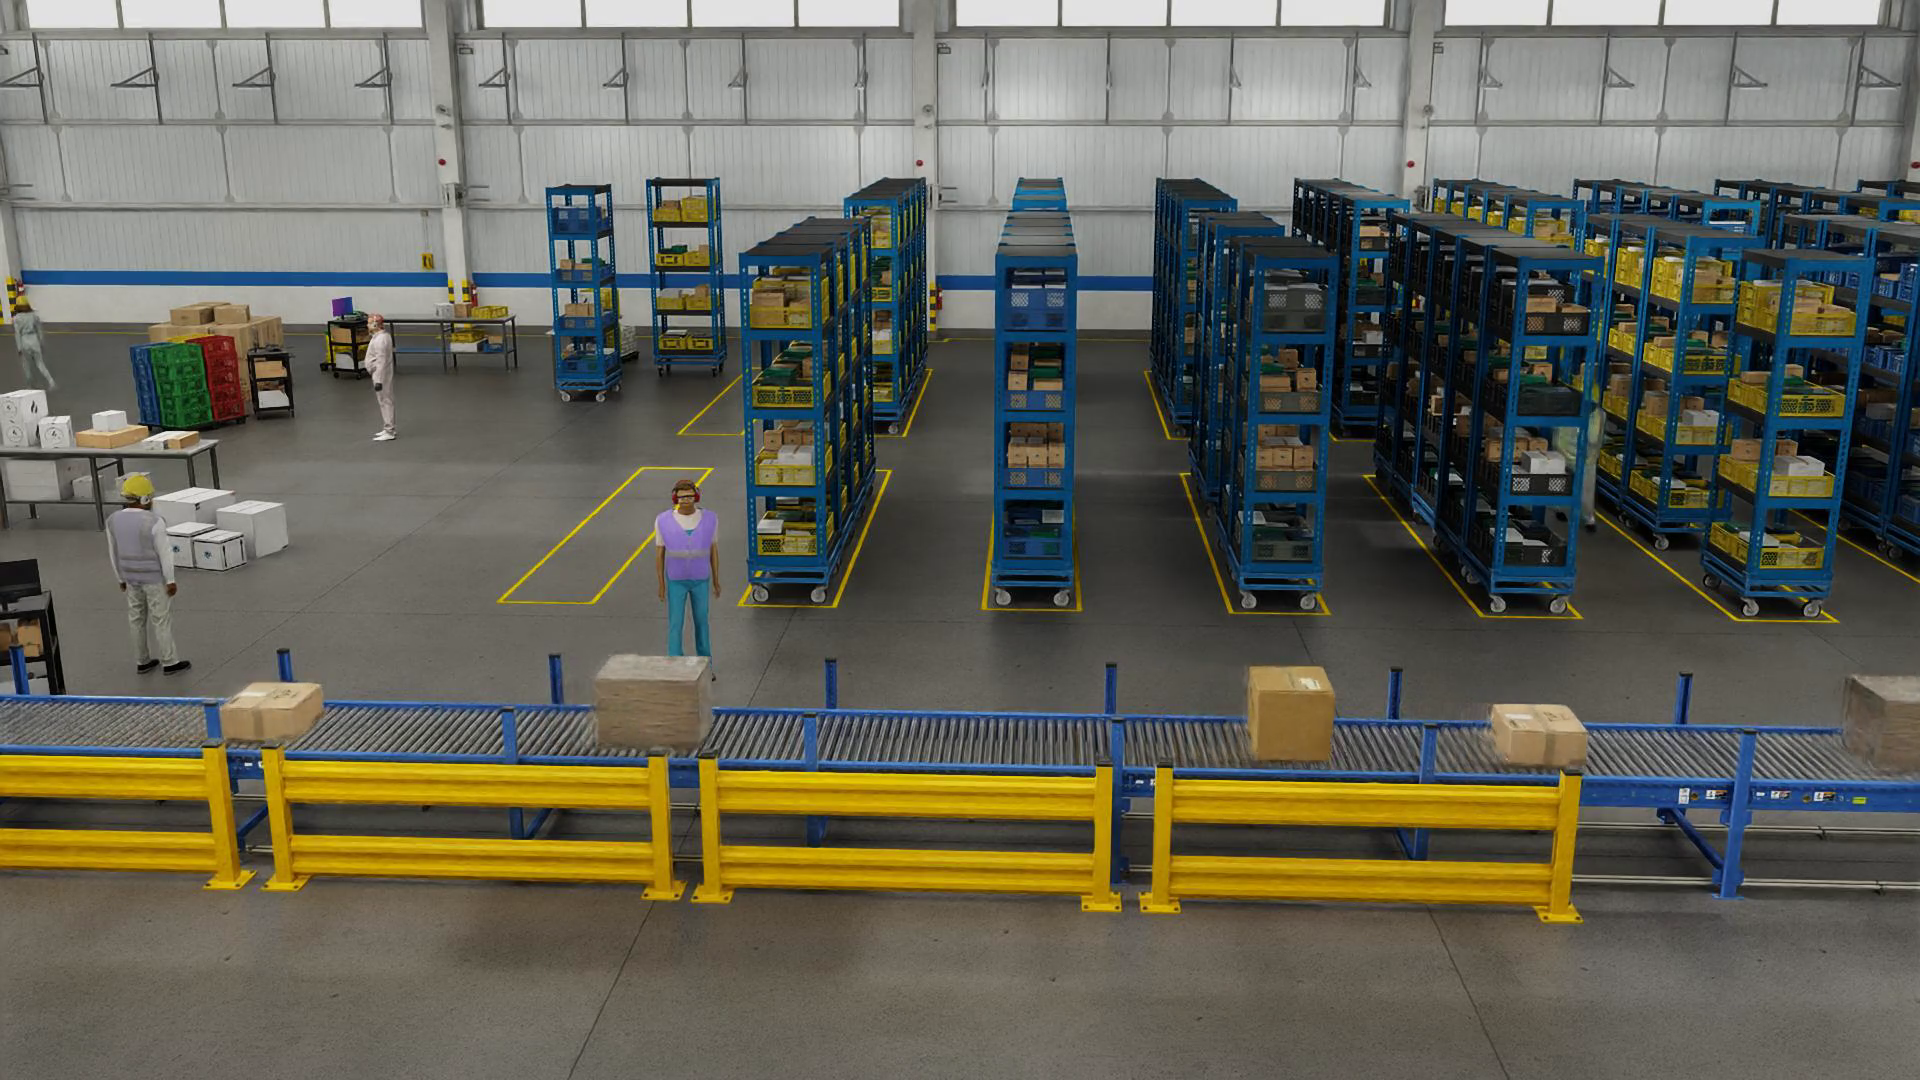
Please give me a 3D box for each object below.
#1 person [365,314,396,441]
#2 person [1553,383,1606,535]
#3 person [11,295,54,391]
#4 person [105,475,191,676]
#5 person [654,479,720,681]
[{"bbox_3d":[-8.725,-2.453,25.033,0.407,1.908,0.641,-3,15,-12],"label":"person"},{"bbox_3d":[7.416,-1.009,19.915,0.585,1.790,0.946,0,15,-1],"label":"person"},{"bbox_3d":[-16.077,-3.371,28.800,0.616,1.724,0.485,9,18,30],"label":"person"},{"bbox_3d":[-7.281,0.319,14.897,0.591,1.825,0.404,4,16,13],"label":"person"},{"bbox_3d":[-2.401,0.356,14.721,0.564,1.846,0.390,-5,16,-18],"label":"person"}]
